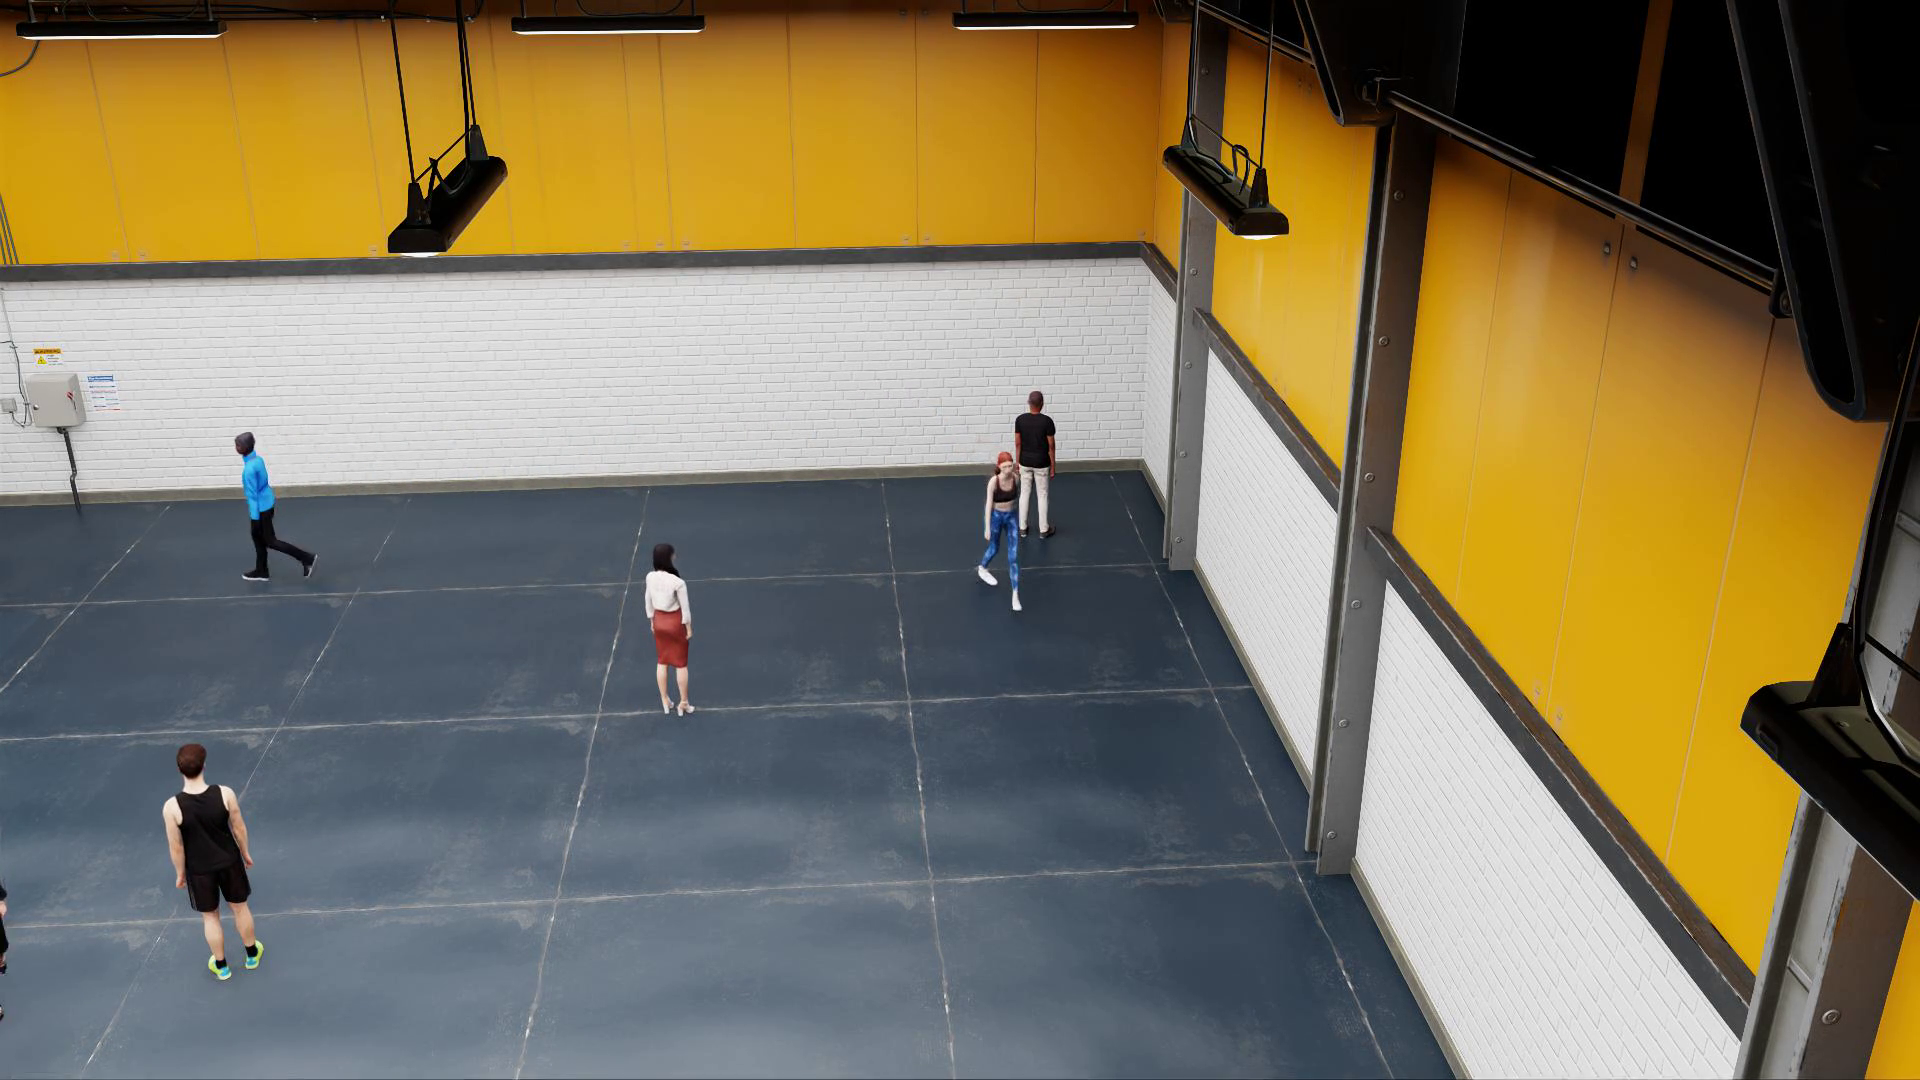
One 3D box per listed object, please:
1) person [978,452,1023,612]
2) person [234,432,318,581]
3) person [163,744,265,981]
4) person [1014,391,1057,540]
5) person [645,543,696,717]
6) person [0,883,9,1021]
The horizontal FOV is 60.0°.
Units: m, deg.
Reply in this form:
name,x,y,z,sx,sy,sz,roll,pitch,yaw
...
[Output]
name,x,y,z,sx,sy,sz,roll,pitch,yaw
person,0.431,-0.162,18.086,0.907,1.731,1.315,-13,27,-27
person,-7.649,-0.345,18.454,0.745,1.773,1.038,-4,24,-10
person,-5.457,2.350,12.143,0.761,1.890,0.733,-14,27,-29
person,0.884,-0.893,19.668,0.743,1.804,0.733,7,25,16
person,-2.741,0.848,15.753,0.675,1.750,0.670,9,25,20
person,-7.021,2.606,11.803,0.845,1.692,0.961,-15,28,-31
